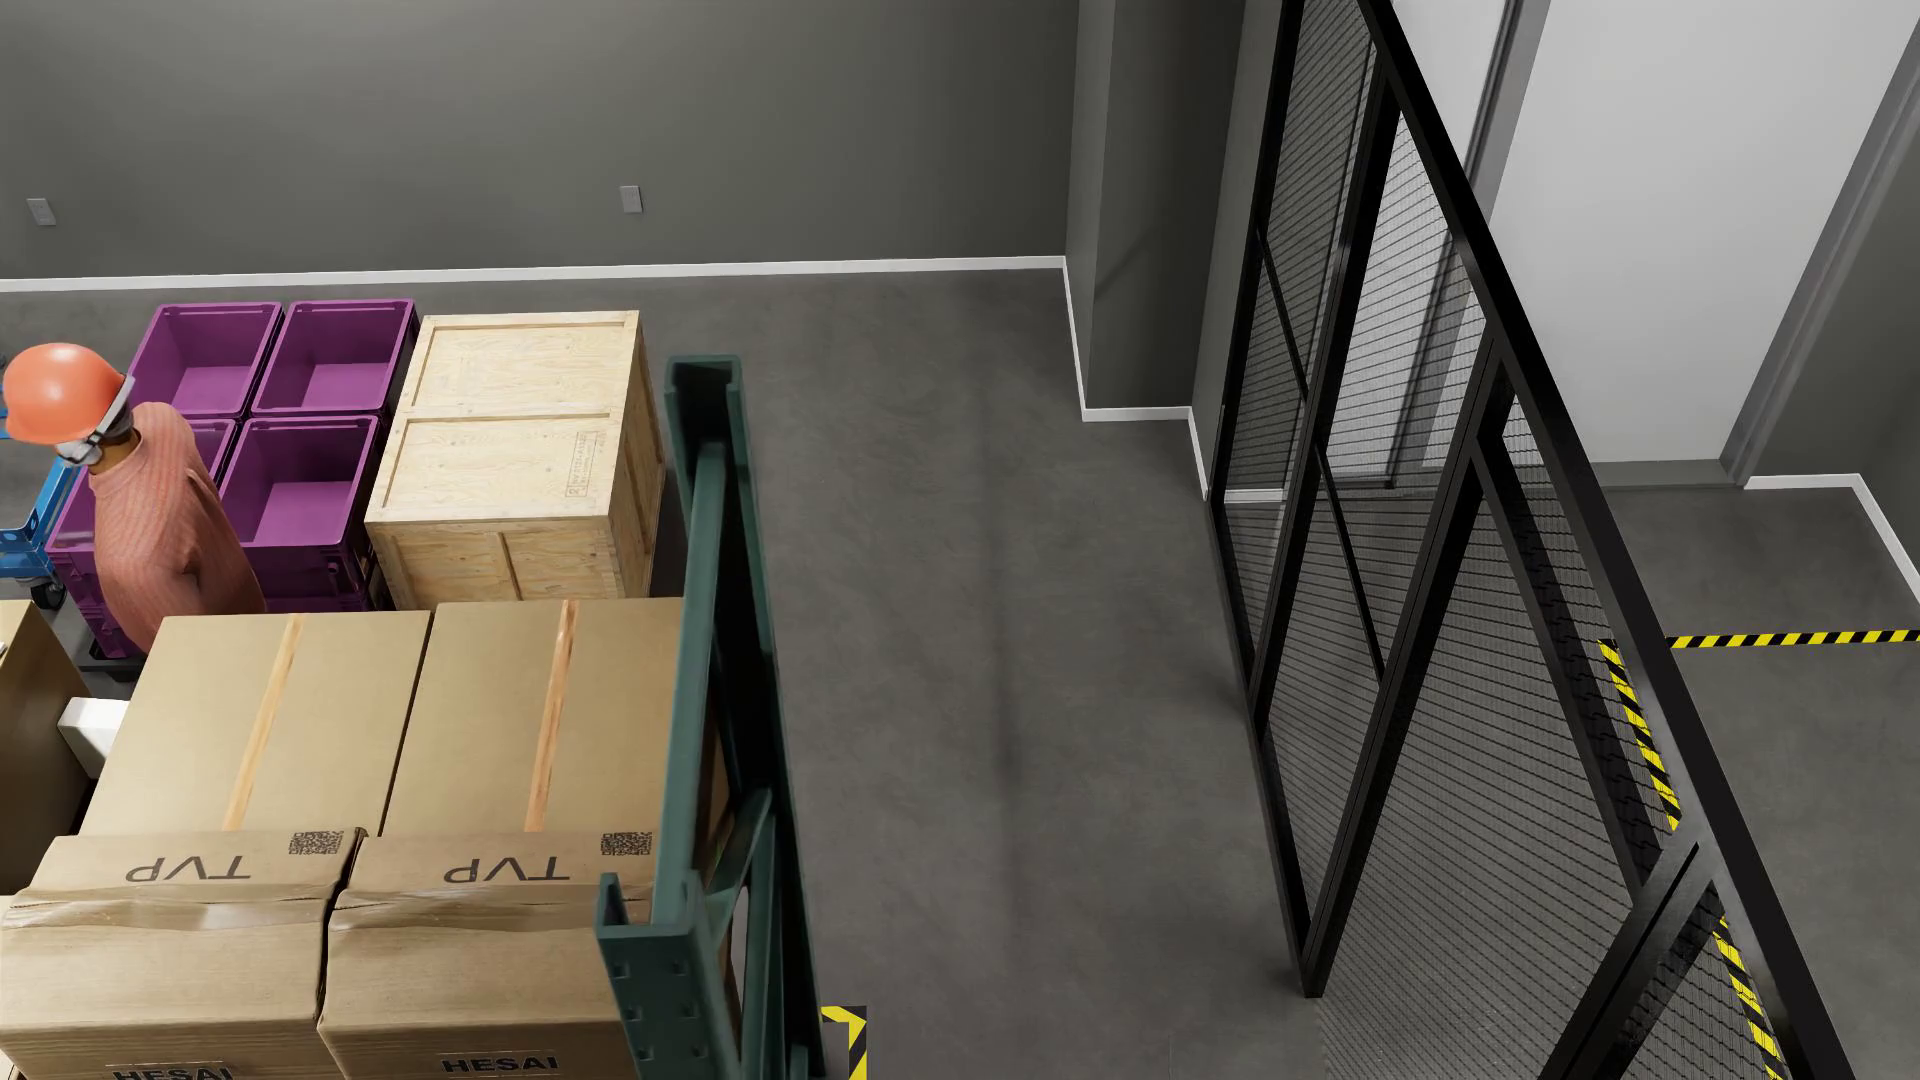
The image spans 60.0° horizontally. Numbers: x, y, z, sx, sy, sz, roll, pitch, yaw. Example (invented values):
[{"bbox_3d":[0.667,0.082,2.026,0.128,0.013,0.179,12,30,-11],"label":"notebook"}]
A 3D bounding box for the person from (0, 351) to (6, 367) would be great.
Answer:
[{"bbox_3d":[-4.025,-1.271,5.970,0.352,1.937,0.635,-3,46,-3],"label":"person"}]

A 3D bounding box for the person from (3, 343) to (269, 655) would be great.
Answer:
[{"bbox_3d":[-2.041,0.257,4.479,0.383,1.987,0.611,-12,48,-11],"label":"person"}]
